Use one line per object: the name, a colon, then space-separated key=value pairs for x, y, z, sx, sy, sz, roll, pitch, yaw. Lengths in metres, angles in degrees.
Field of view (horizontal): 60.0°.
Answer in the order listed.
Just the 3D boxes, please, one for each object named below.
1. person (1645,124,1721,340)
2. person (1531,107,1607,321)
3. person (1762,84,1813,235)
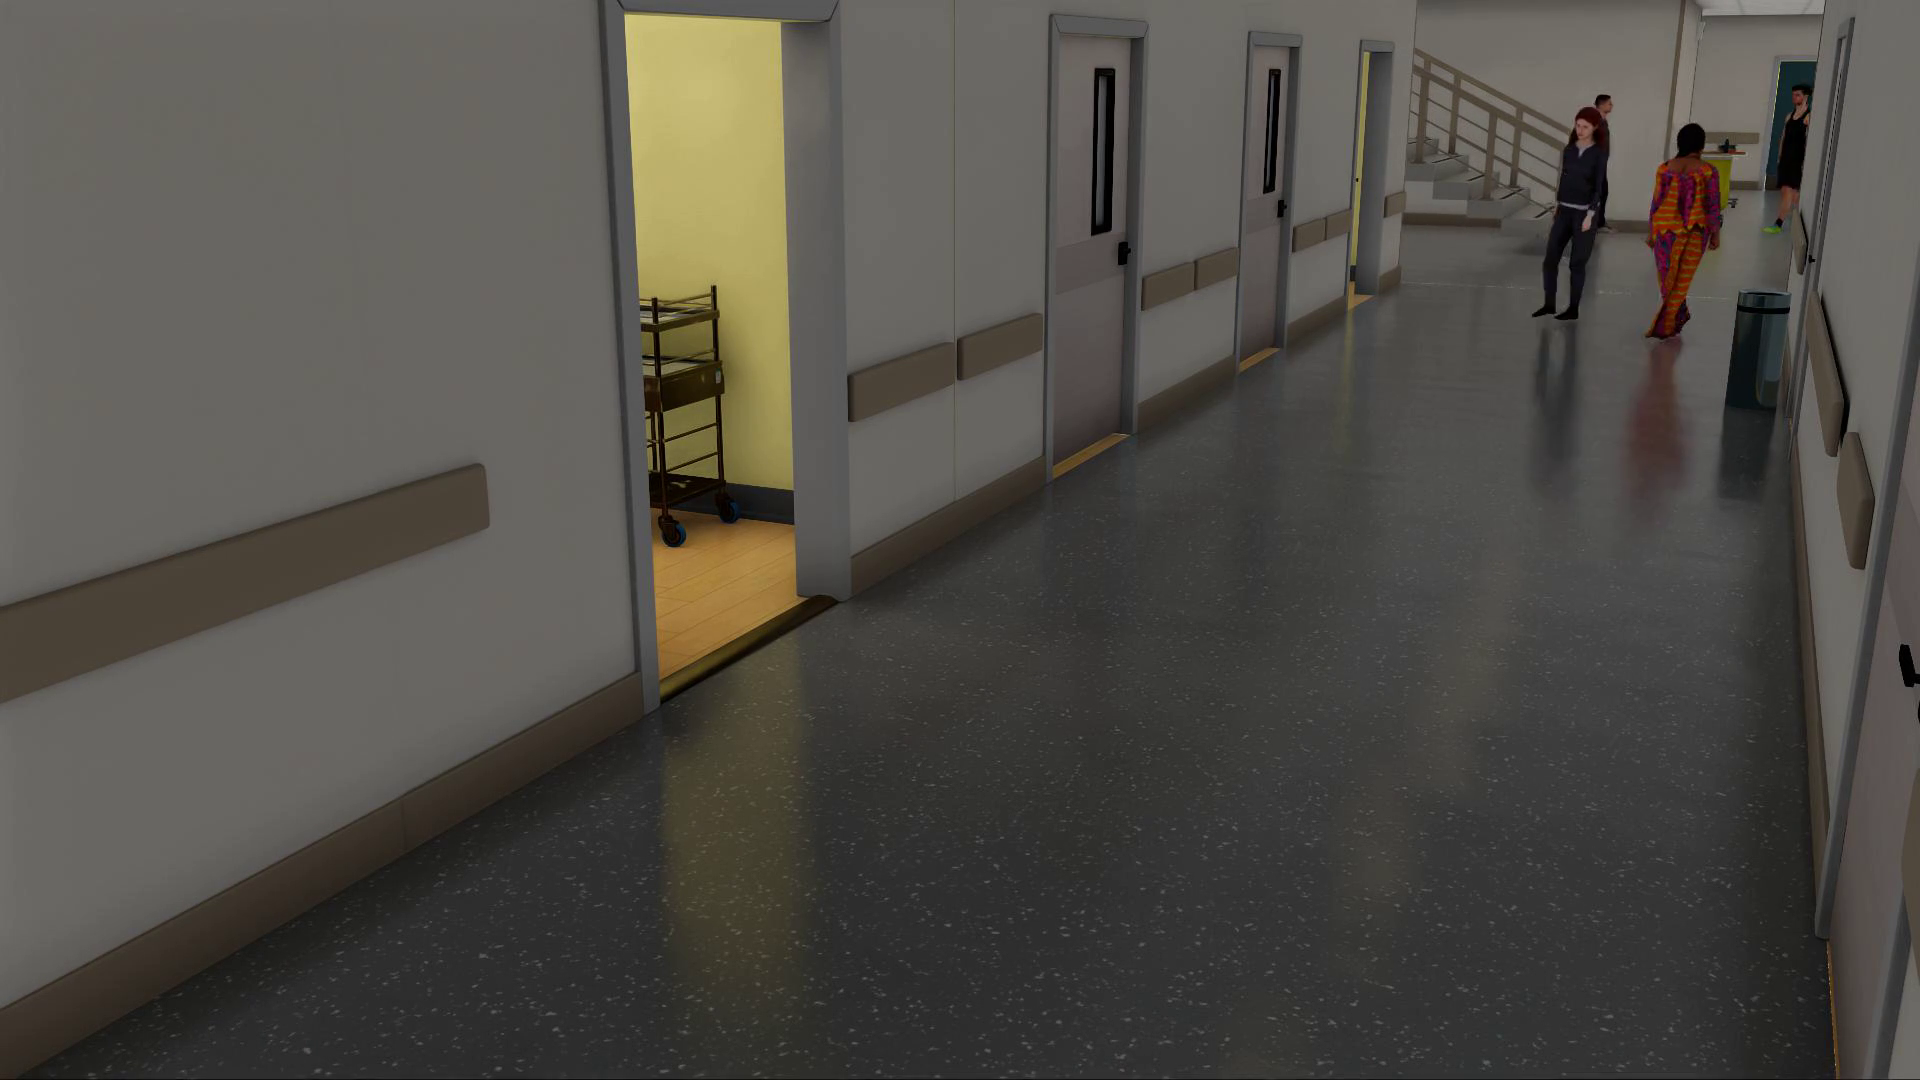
person: x=5.587 y=-2.392 z=12.979 sx=0.994 sy=1.645 sz=1.094 roll=-13 pitch=21 yaw=-39
person: x=5.182 y=-2.675 z=13.792 sx=0.862 sy=1.748 sz=0.780 roll=-8 pitch=18 yaw=-28
person: x=10.751 y=-4.856 z=21.305 sx=1.181 sy=1.869 sz=1.090 roll=-4 pitch=16 yaw=-15
